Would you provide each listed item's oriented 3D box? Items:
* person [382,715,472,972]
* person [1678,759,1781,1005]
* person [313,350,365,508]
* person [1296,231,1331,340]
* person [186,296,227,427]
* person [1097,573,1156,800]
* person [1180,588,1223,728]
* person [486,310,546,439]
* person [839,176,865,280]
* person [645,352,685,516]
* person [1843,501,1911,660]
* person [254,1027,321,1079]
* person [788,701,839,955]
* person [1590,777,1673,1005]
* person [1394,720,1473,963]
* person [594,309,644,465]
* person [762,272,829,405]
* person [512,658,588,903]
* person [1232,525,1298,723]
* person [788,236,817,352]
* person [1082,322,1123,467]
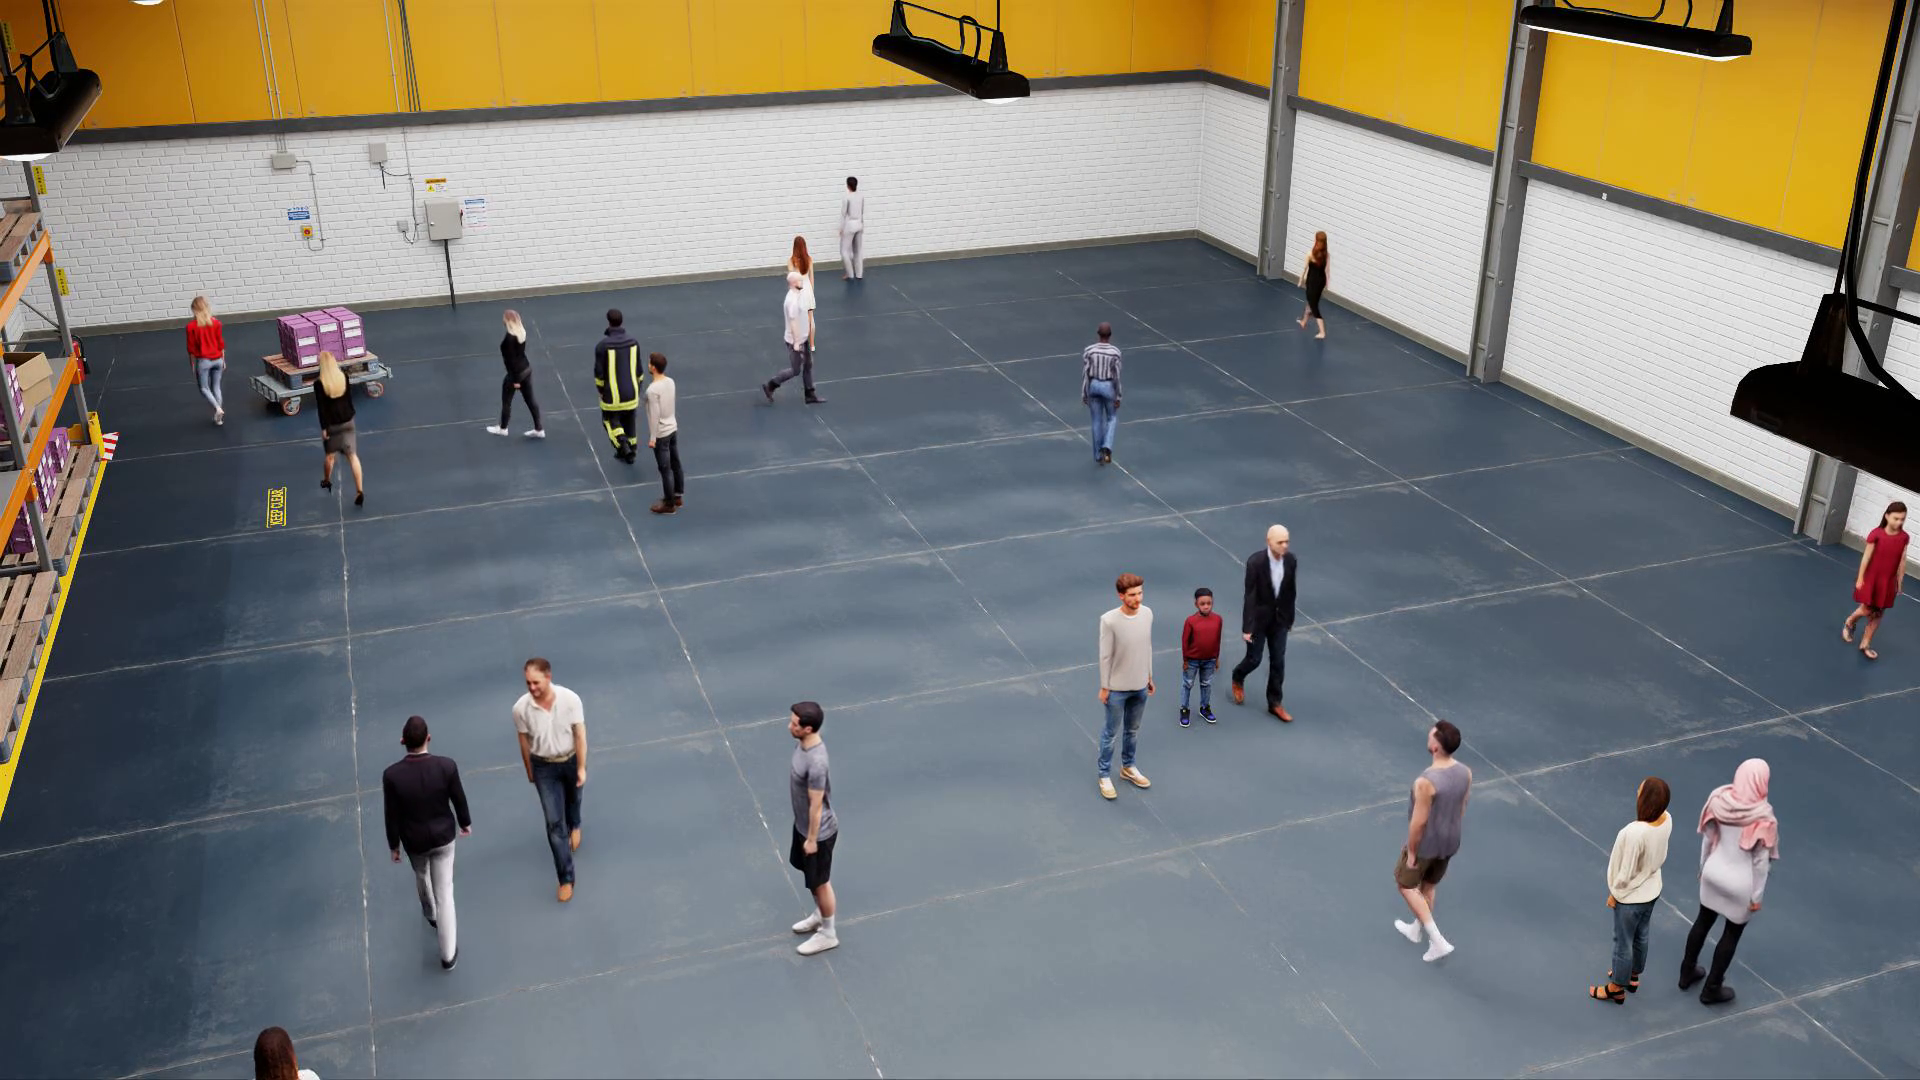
[{"bbox_3d":[-3.575,2.086,11.202,0.735,1.809,1.014,-7,24,-15],"label":"person"},{"bbox_3d":[5.047,2.235,10.872,0.743,1.800,0.603,-16,28,-33],"label":"person"},{"bbox_3d":[-6.956,-1.226,18.781,0.895,1.807,1.149,-21,31,-40],"label":"person"},{"bbox_3d":[5.357,-3.768,24.897,0.571,1.567,1.127,-9,25,-20],"label":"person"},{"bbox_3d":[-9.563,-2.244,21.267,0.896,1.682,0.786,21,31,40],"label":"person"},{"bbox_3d":[1.314,1.130,13.270,0.696,1.905,0.632,-13,27,-27],"label":"person"},{"bbox_3d":[2.078,0.991,14.396,0.529,1.256,0.524,-5,24,-11],"label":"person"},{"bbox_3d":[-5.441,-2.050,20.851,0.984,1.659,1.013,4,24,10],"label":"person"},{"bbox_3d":[-1.809,-5.274,28.136,0.746,1.732,0.709,-21,31,-39],"label":"person"},{"bbox_3d":[-3.318,-1.199,18.646,0.801,1.866,0.715,8,25,18],"label":"person"},{"bbox_3d":[8.582,0.326,15.562,0.691,1.543,0.819,2,24,4],"label":"person"},{"bbox_3d":[-3.455,3.306,8.607,0.694,1.653,1.129,-11,26,-24],"label":"person"},{"bbox_3d":[-0.988,1.951,11.443,0.726,1.863,0.500,-7,25,-16],"label":"person"},{"bbox_3d":[4.439,2.288,10.897,0.680,1.683,0.652,-19,30,-36],"label":"person"},{"bbox_3d":[3.269,2.089,11.343,0.674,1.833,0.899,-11,26,-24],"label":"person"},{"bbox_3d":[-4.062,-1.812,19.989,0.872,1.914,0.819,-16,28,-32],"label":"person"},{"bbox_3d":[-2.237,-2.648,22.032,1.012,1.810,1.130,1,24,3],"label":"person"},{"bbox_3d":[-2.947,1.620,12.273,0.795,1.805,1.294,-4,24,-9],"label":"person"},{"bbox_3d":[2.627,0.676,14.457,0.722,1.786,0.914,-9,25,-20],"label":"person"},{"bbox_3d":[-2.316,-3.598,24.326,0.567,1.712,0.531,-10,25,-21],"label":"person"},{"bbox_3d":[1.687,-1.702,19.900,0.787,1.783,0.837,3,24,7],"label":"person"}]
